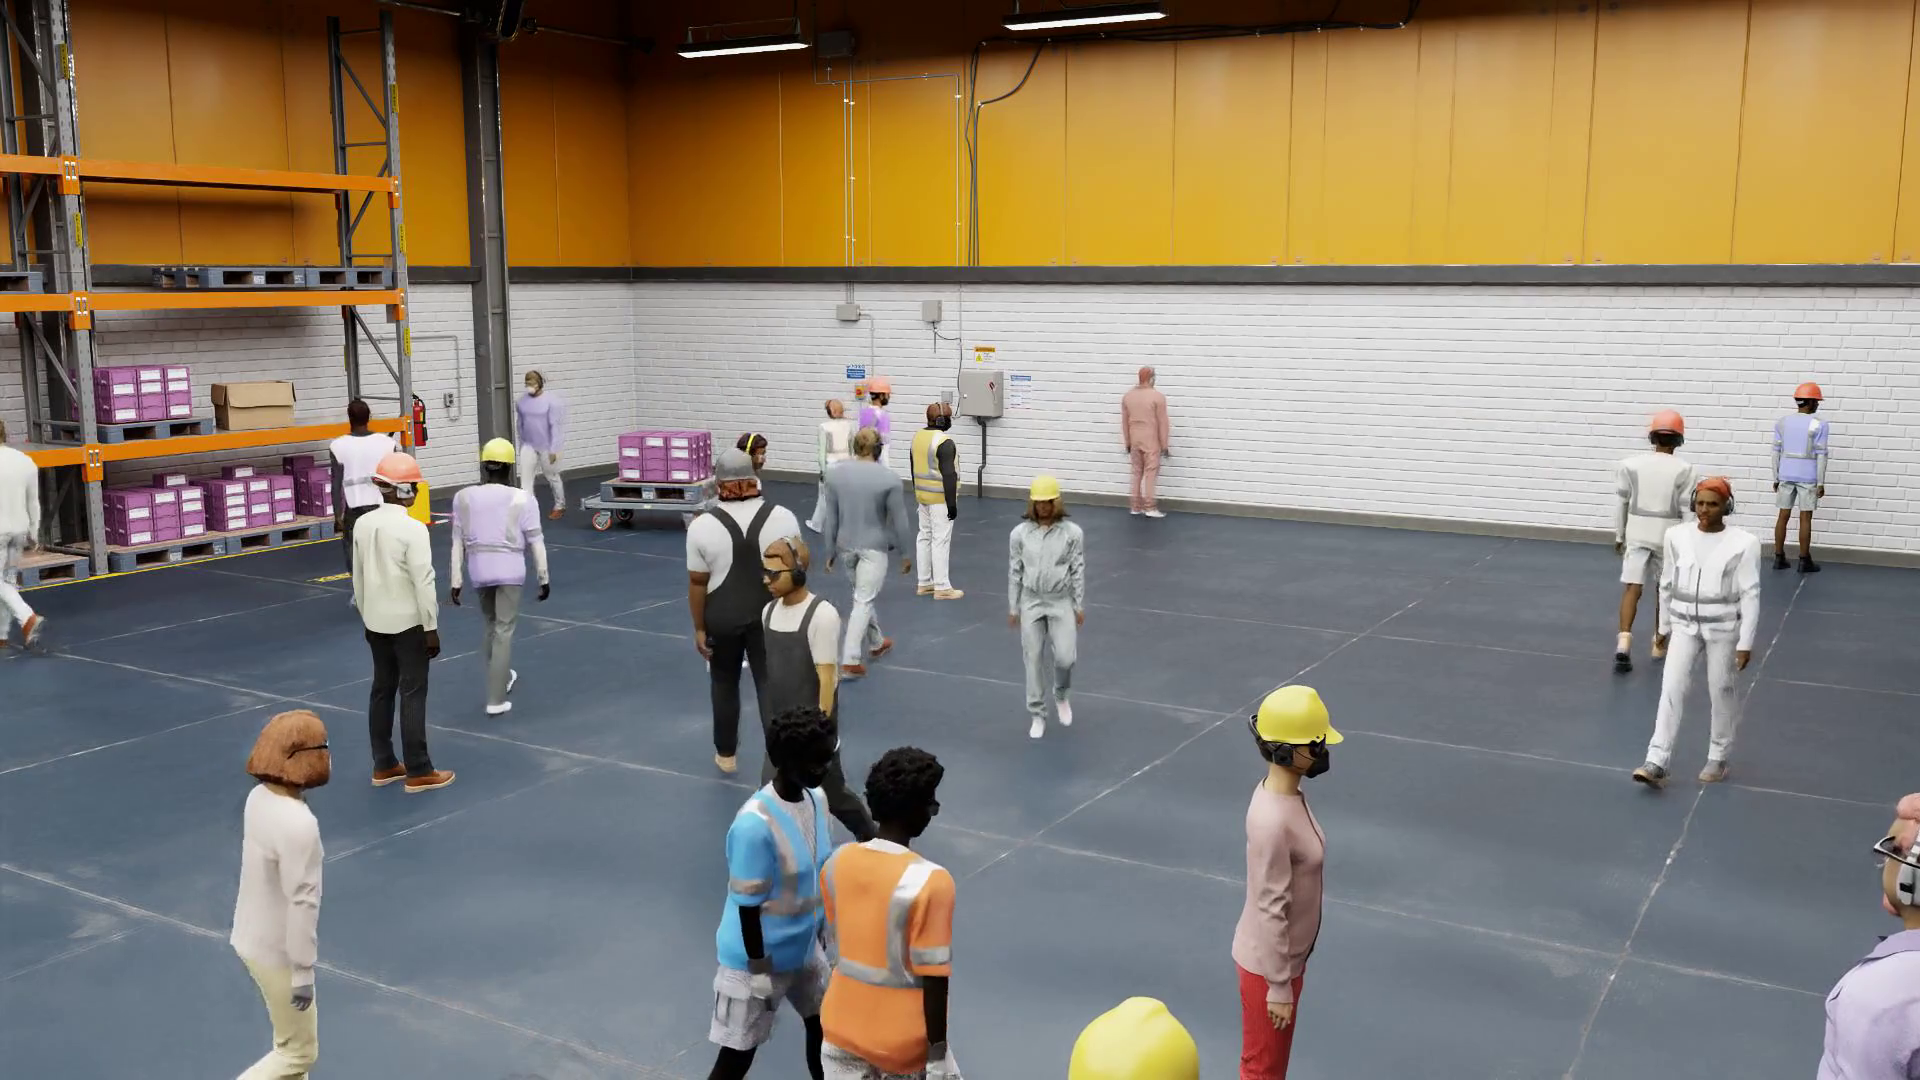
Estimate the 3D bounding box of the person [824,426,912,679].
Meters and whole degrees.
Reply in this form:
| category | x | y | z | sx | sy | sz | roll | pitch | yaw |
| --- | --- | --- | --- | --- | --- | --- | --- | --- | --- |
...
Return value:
| category | x | y | z | sx | sy | sz | roll | pitch | yaw |
| --- | --- | --- | --- | --- | --- | --- | --- | --- | --- |
| person | -0.706 | 0.079 | 12.656 | 0.654 | 1.883 | 1.052 | 4 | 10 | 25 |

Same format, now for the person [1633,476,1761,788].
| category | x | y | z | sx | sy | sz | roll | pitch | yaw |
| --- | --- | --- | --- | --- | --- | --- | --- | --- | --- |
| person | 4.331 | 0.559 | 9.755 | 0.608 | 1.840 | 0.879 | 9 | 13 | 43 |

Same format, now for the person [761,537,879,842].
| category | x | y | z | sx | sy | sz | roll | pitch | yaw |
| --- | --- | --- | --- | --- | --- | --- | --- | --- | --- |
| person | -0.704 | 0.865 | 7.966 | 0.524 | 1.812 | 0.912 | 7 | 11 | 36 |

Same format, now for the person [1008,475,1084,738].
| category | x | y | z | sx | sy | sz | roll | pitch | yaw |
| --- | --- | --- | --- | --- | --- | --- | --- | --- | --- |
| person | 0.558 | 0.439 | 10.841 | 0.497 | 1.734 | 0.379 | 1 | 9 | 5 |

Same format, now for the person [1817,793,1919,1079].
| category | x | y | z | sx | sy | sz | roll | pitch | yaw |
| --- | --- | --- | --- | --- | --- | --- | --- | --- | --- |
| person | 2.112 | 1.493 | 3.713 | 0.640 | 1.911 | 0.410 | -4 | 10 | -25 |

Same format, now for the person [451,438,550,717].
| category | x | y | z | sx | sy | sz | roll | pitch | yaw |
| --- | --- | --- | --- | --- | --- | --- | --- | --- | --- |
| person | -3.179 | 0.230 | 11.639 | 0.621 | 1.883 | 0.922 | 1 | 9 | 5 |

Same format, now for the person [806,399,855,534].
| category | x | y | z | sx | sy | sz | roll | pitch | yaw |
| --- | --- | --- | --- | --- | --- | --- | --- | --- | --- |
| person | -1.447 | -0.814 | 19.076 | 0.545 | 1.586 | 0.866 | -7 | 11 | -35 |

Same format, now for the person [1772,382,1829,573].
| category | x | y | z | sx | sy | sz | roll | pitch | yaw |
| --- | --- | --- | --- | --- | --- | --- | --- | --- | --- |
| person | 8.552 | -0.639 | 16.939 | 0.376 | 1.934 | 0.547 | -7 | 11 | -37 |

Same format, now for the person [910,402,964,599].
| category | x | y | z | sx | sy | sz | roll | pitch | yaw |
| --- | --- | --- | --- | --- | --- | --- | --- | --- | --- |
| person | -0.205 | -0.371 | 15.559 | 0.429 | 1.841 | 0.633 | -6 | 11 | -32 |

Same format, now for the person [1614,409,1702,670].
| category | x | y | z | sx | sy | sz | roll | pitch | yaw |
| --- | --- | --- | --- | --- | --- | --- | --- | --- | --- |
| person | 5.319 | -0.001 | 12.774 | 0.628 | 2.011 | 1.002 | 6 | 11 | 32 |

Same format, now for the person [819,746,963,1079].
| category | x | y | z | sx | sy | sz | roll | pitch | yaw |
| --- | --- | --- | --- | --- | --- | --- | --- | --- | --- |
| person | -0.139 | 1.426 | 4.894 | 0.555 | 1.651 | 0.780 | 8 | 12 | 42 |

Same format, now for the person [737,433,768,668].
| category | x | y | z | sx | sy | sz | roll | pitch | yaw |
| --- | --- | --- | --- | --- | --- | --- | --- | --- | --- |
| person | -1.541 | 0.090 | 12.717 | 0.844 | 1.822 | 0.500 | -5 | 10 | -27 |

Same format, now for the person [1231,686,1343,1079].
| category | x | y | z | sx | sy | sz | roll | pitch | yaw |
| --- | --- | --- | --- | --- | --- | --- | --- | --- | --- |
| person | 1.018 | 1.320 | 5.234 | 0.314 | 1.769 | 0.524 | 2 | 9 | 14 |

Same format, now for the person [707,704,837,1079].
| category | x | y | z | sx | sy | sz | roll | pitch | yaw |
| --- | --- | --- | --- | --- | --- | --- | --- | --- | --- |
| person | -0.557 | 1.334 | 5.534 | 0.478 | 1.658 | 0.707 | 4 | 10 | 23 |

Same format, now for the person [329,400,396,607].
| category | x | y | z | sx | sy | sz | roll | pitch | yaw |
| --- | --- | --- | --- | --- | --- | --- | --- | --- | --- |
| person | -5.361 | -0.309 | 15.000 | 0.591 | 1.904 | 0.455 | -5 | 10 | -29 |

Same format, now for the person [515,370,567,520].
| category | x | y | z | sx | sy | sz | roll | pitch | yaw |
| --- | --- | --- | --- | --- | --- | --- | --- | --- | --- |
| person | -5.096 | -1.125 | 20.175 | 0.632 | 1.880 | 1.063 | 3 | 9 | 16 |

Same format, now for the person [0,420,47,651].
| category | x | y | z | sx | sy | sz | roll | pitch | yaw |
| --- | --- | --- | --- | --- | --- | --- | --- | --- | --- |
| person | -7.582 | -0.033 | 13.265 | 0.774 | 1.910 | 0.681 | 4 | 10 | 24 |

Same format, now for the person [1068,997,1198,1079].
| category | x | y | z | sx | sy | sz | roll | pitch | yaw |
| --- | --- | --- | --- | --- | --- | --- | --- | --- | --- |
| person | 0.294 | 1.671 | 2.853 | 0.587 | 1.828 | 0.404 | 5 | 10 | 28 |

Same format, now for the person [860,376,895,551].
| category | x | y | z | sx | sy | sz | roll | pitch | yaw |
| --- | --- | --- | --- | --- | --- | --- | --- | --- | --- |
| person | -0.868 | -0.812 | 18.035 | 0.400 | 1.926 | 0.566 | -5 | 11 | -31 |

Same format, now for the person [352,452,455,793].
| category | x | y | z | sx | sy | sz | roll | pitch | yaw |
| --- | --- | --- | --- | --- | --- | --- | --- | --- | --- |
| person | -3.279 | 0.479 | 9.781 | 0.623 | 1.989 | 0.400 | 6 | 11 | 31 |

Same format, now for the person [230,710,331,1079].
| category | x | y | z | sx | sy | sz | roll | pitch | yaw |
| --- | --- | --- | --- | --- | --- | --- | --- | --- | --- |
| person | -2.298 | 1.364 | 5.429 | 0.599 | 1.611 | 0.515 | -7 | 12 | -39 |

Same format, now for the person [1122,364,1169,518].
| category | x | y | z | sx | sy | sz | roll | pitch | yaw |
| --- | --- | --- | --- | --- | --- | --- | --- | --- | --- |
| person | 2.339 | -1.235 | 20.753 | 0.646 | 1.907 | 0.406 | 8 | 12 | 42 |

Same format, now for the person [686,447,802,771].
| category | x | y | z | sx | sy | sz | roll | pitch | yaw |
| --- | --- | --- | --- | --- | --- | --- | --- | --- | --- |
| person | -1.270 | 0.438 | 9.889 | 0.689 | 2.000 | 0.834 | -2 | 9 | -13 |
